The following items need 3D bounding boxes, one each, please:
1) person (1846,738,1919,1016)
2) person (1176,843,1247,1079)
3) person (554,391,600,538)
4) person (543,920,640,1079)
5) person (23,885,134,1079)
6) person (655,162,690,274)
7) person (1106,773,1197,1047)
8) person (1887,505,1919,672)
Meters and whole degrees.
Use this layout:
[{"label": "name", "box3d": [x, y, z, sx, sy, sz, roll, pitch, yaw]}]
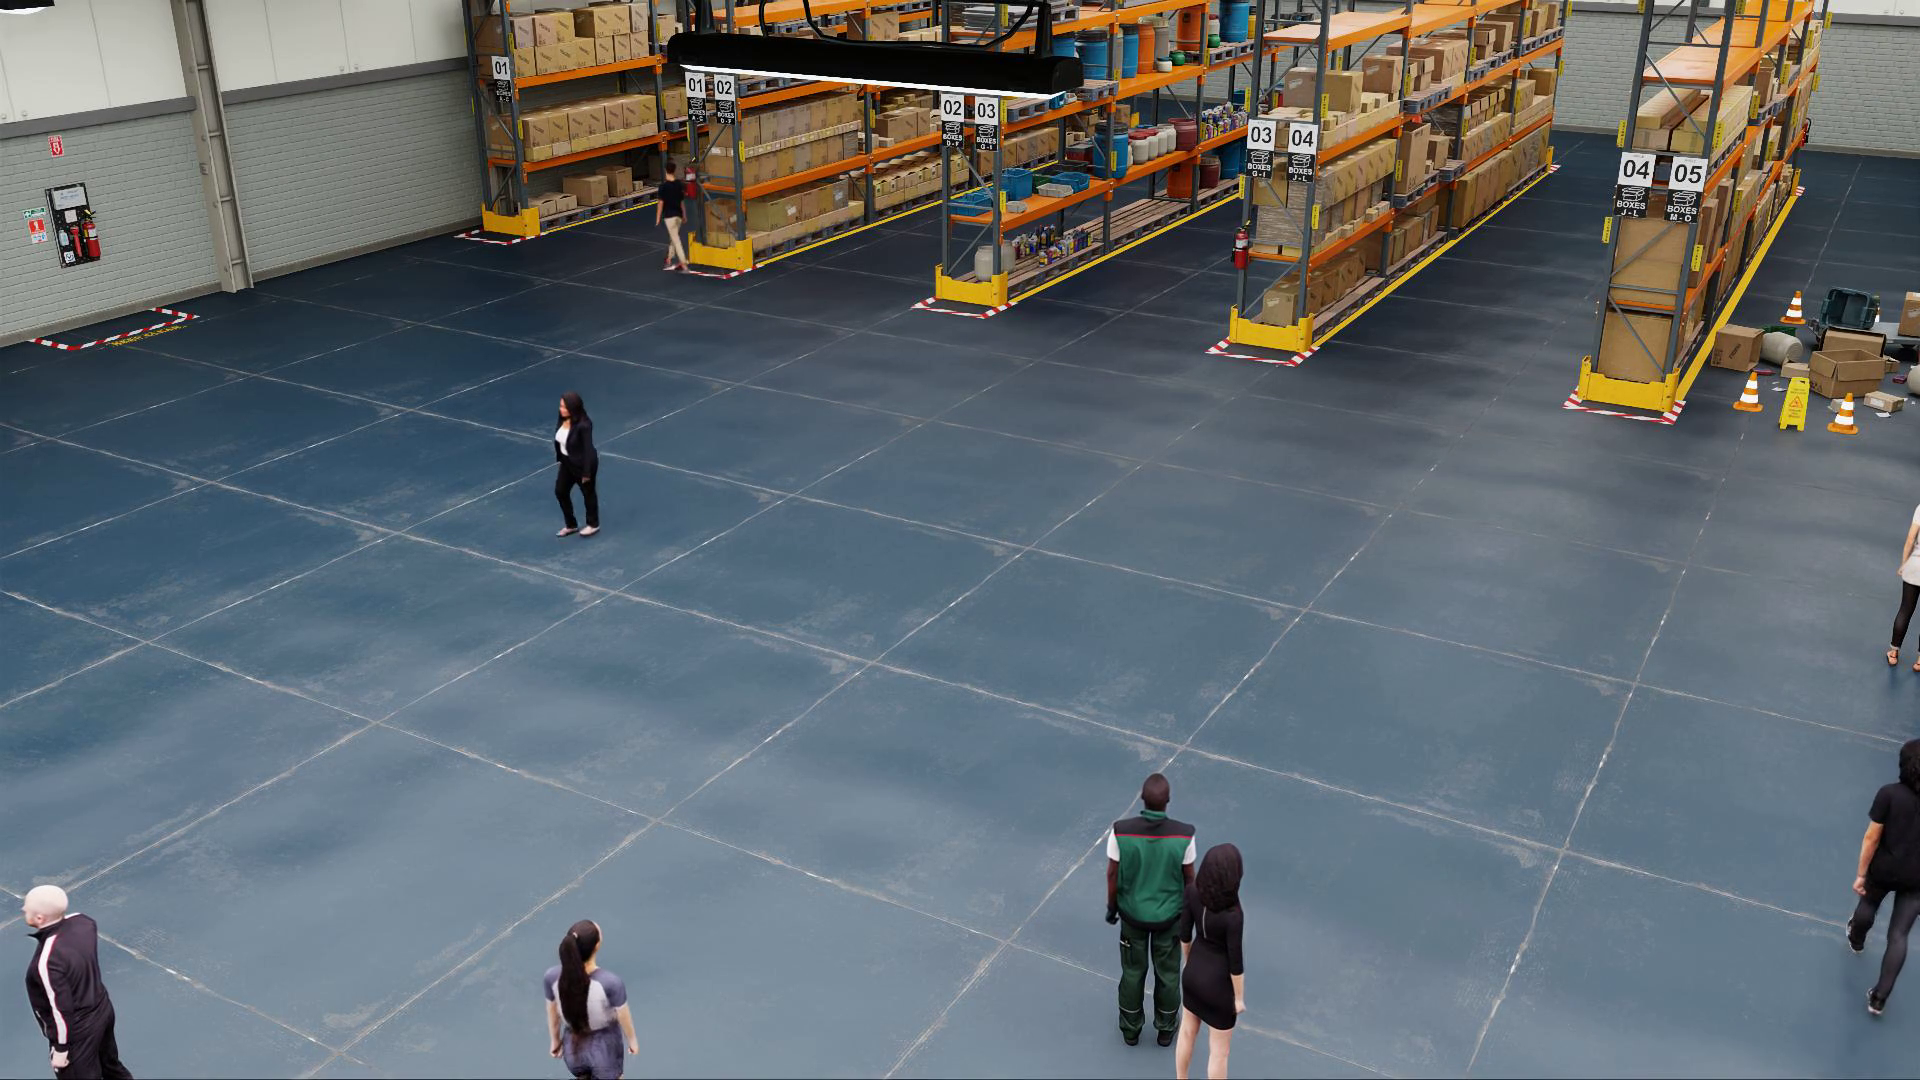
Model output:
[{"label": "person", "box3d": [5.805, 2.099, 10.259, 0.684, 1.799, 1.093, 10, 25, 23]}, {"label": "person", "box3d": [1.394, 2.498, 9.310, 0.631, 1.807, 0.658, -16, 28, -32]}, {"label": "person", "box3d": [-3.921, -0.807, 17.345, 0.692, 1.601, 0.712, 15, 27, 31]}, {"label": "person", "box3d": [-1.987, 2.786, 8.855, 0.705, 1.633, 0.799, 6, 24, 14]}, {"label": "person", "box3d": [-4.720, 2.634, 8.953, 0.817, 1.837, 0.720, -2, 23, -5]}, {"label": "person", "box3d": [-4.714, -5.344, 27.745, 0.832, 1.811, 0.960, 17, 28, 34]}, {"label": "person", "box3d": [1.138, 2.216, 9.933, 0.768, 1.838, 0.752, 3, 23, 7]}, {"label": "person", "box3d": [8.462, 0.269, 14.527, 0.659, 1.826, 0.593, 19, 30, 38]}]
